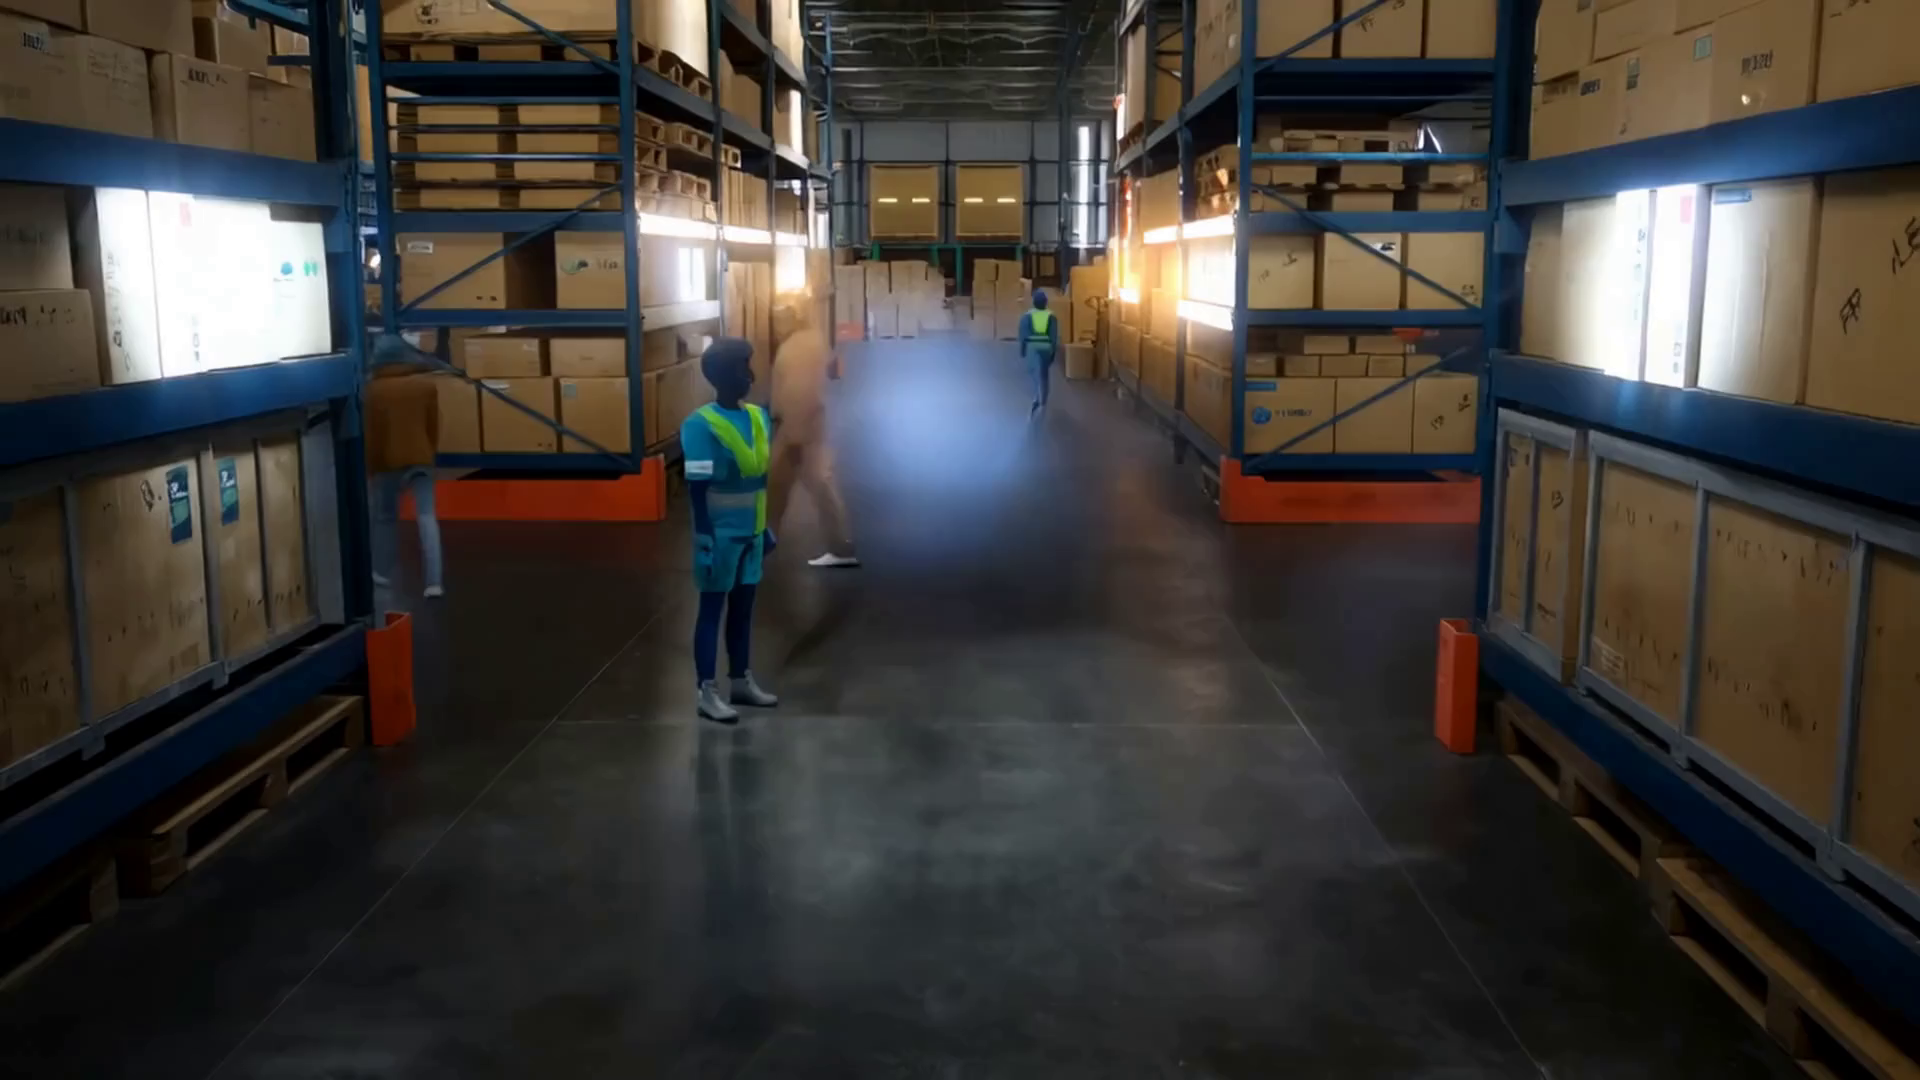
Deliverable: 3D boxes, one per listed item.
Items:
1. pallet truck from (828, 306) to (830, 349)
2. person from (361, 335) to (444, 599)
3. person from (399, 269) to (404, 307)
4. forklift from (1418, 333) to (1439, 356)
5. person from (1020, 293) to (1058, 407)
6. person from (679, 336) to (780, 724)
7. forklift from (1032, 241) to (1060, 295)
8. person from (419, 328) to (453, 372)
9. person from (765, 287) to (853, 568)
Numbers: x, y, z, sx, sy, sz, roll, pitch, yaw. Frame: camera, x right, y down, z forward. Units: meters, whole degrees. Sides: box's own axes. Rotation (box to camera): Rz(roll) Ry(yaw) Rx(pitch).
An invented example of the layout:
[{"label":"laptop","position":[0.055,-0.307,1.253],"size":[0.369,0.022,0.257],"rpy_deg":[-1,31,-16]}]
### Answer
[{"label":"pallet truck","position":[-3.100,-3.940,29.800],"size":[1.885,1.965,0.823],"rpy_deg":[3,10,19]},{"label":"person","position":[-3.397,-0.445,10.104],"size":[0.503,1.583,0.889],"rpy_deg":[-7,12,-37]},{"label":"person","position":[-18.895,-8.307,56.605],"size":[0.981,1.783,0.664],"rpy_deg":[1,10,7]},{"label":"forklift","position":[6.451,-2.860,20.693],"size":[1.129,2.768,1.873],"rpy_deg":[0,9,1]},{"label":"person","position":[1.116,-2.680,23.451],"size":[0.512,1.598,0.859],"rpy_deg":[-1,9,-3]},{"label":"person","position":[-1.017,-0.049,7.397],"size":[0.318,1.697,0.535],"rpy_deg":[5,11,29]},{"label":"forklift","position":[3.181,-9.726,61.820],"size":[1.129,2.768,1.873],"rpy_deg":[0,9,1]},{"label":"person","position":[-6.159,-2.199,19.607],"size":[0.383,1.918,0.597],"rpy_deg":[-7,12,-37]},{"label":"person","position":[-1.159,-0.723,10.943],"size":[0.987,1.853,0.665],"rpy_deg":[1,10,5]}]
